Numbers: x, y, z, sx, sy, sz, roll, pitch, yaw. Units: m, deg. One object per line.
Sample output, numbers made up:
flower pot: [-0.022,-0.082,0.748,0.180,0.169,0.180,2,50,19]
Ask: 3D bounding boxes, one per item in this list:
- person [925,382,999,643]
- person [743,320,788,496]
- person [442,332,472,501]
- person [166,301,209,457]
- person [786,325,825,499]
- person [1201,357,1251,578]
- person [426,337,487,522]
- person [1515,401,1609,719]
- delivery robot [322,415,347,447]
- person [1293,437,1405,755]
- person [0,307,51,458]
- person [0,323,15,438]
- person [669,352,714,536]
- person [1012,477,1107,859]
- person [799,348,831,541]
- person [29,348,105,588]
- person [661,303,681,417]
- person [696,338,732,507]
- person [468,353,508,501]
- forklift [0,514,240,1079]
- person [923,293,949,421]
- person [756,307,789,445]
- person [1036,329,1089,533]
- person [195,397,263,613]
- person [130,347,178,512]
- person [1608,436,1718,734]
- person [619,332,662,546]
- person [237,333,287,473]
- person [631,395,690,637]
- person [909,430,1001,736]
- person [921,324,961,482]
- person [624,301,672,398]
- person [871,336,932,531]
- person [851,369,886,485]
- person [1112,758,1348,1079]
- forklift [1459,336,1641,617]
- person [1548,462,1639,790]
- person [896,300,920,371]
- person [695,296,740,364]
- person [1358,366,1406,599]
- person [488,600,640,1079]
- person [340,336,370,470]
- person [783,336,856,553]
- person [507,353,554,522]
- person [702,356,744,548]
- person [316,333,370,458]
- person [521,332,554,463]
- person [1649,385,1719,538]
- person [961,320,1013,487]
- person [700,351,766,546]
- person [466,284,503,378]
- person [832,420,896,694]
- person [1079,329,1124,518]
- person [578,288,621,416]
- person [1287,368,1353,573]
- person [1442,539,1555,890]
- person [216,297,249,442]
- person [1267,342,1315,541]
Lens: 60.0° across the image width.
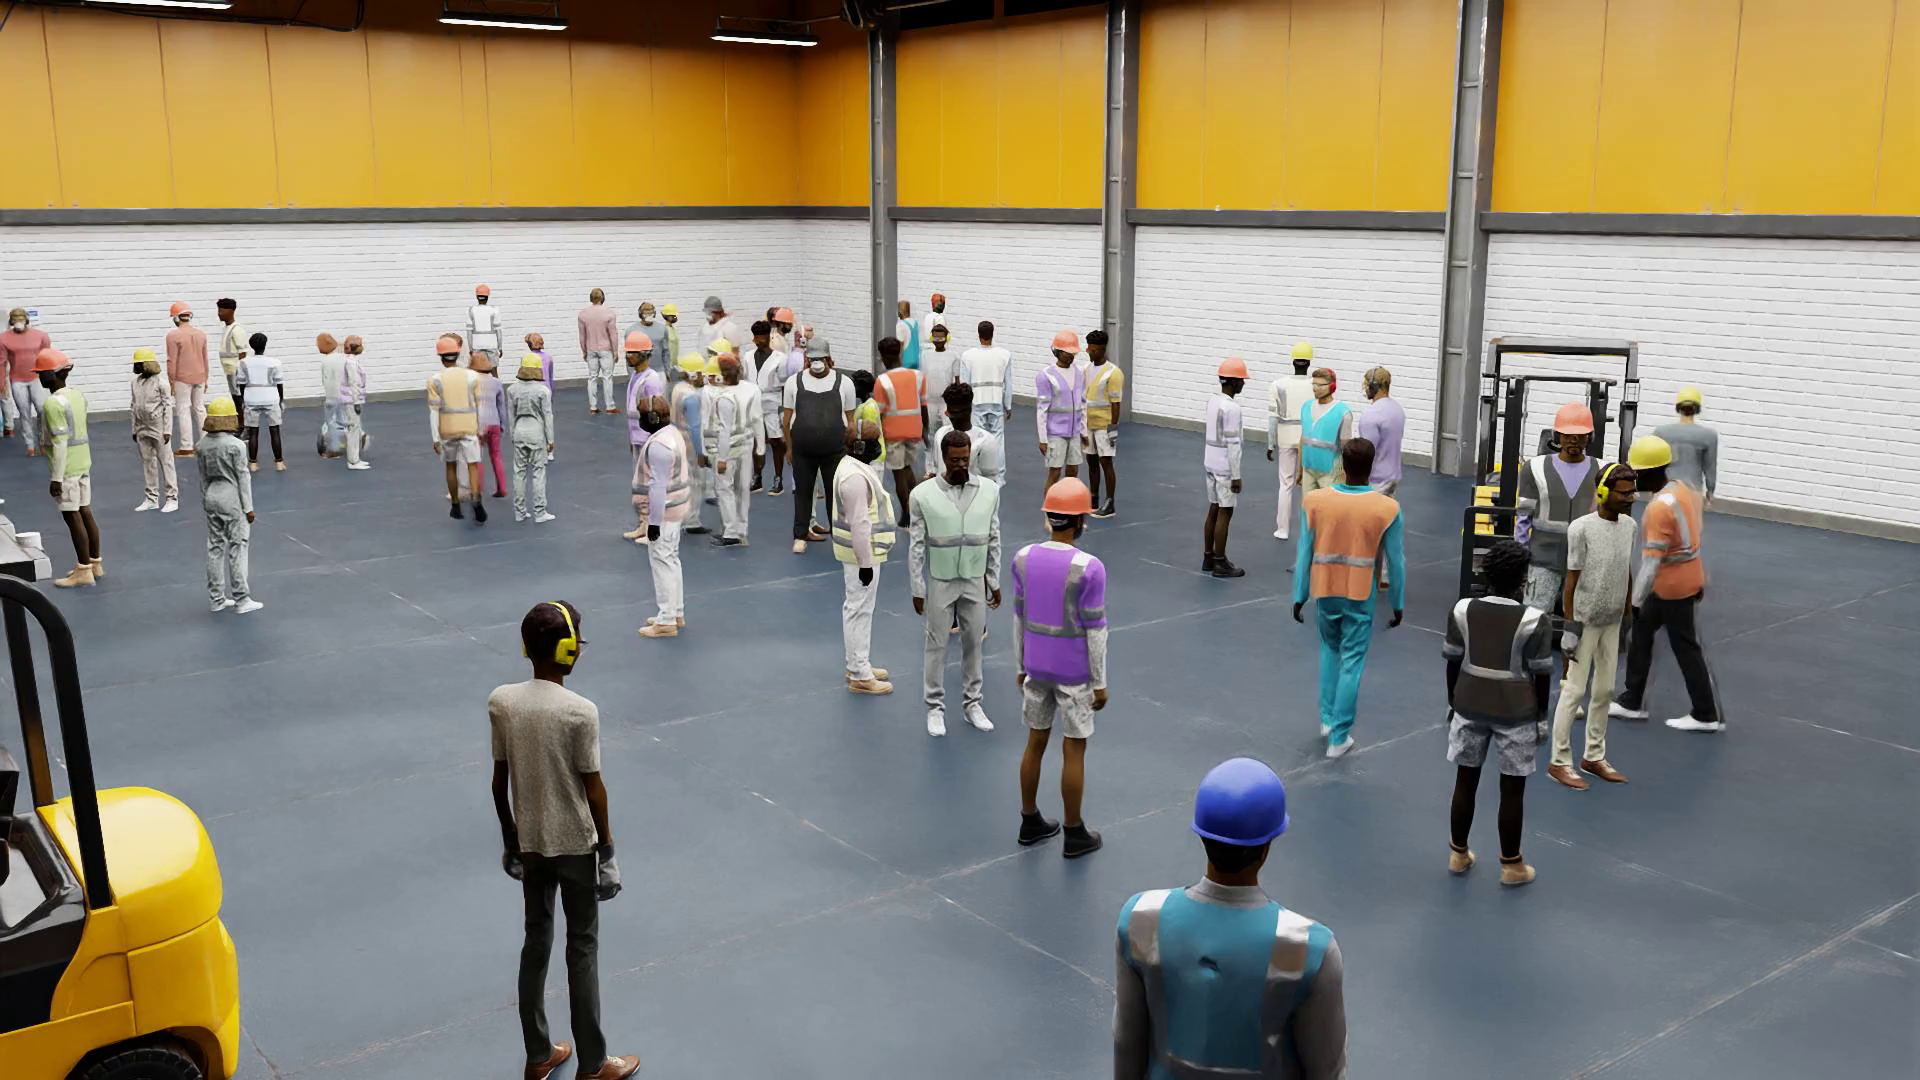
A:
person: [0.009,-0.208,12.439,0.602,1.958,0.369,10,15,39]
person: [-2.177,-1.471,18.535,0.603,1.959,0.375,5,13,24]
person: [-5.496,-1.347,18.216,0.350,1.847,0.506,0,12,2]
person: [-9.901,-2.058,21.327,0.404,1.983,0.629,5,13,21]
person: [-1.706,-1.416,18.402,0.409,1.907,0.651,-3,12,-13]
person: [2.342,-0.637,14.590,0.387,1.929,0.547,-2,12,-12]
person: [-5.108,-1.107,16.940,0.566,1.898,0.809,-4,12,-20]
person: [3.838,0.134,10.579,0.605,2.045,0.378,2,12,9]
delivery robot: [-8.079,-1.459,21.662,0.477,0.478,0.707,-3,12,-12]
person: [2.371,0.319,10.031,0.631,1.893,0.698,6,13,27]
person: [-11.848,-1.986,21.108,0.656,1.918,0.583,-6,13,-27]
person: [-13.260,-2.314,22.729,0.401,1.910,0.602,3,12,13]
person: [-2.669,-0.926,16.256,0.521,1.818,0.594,-4,12,-18]
person: [0.520,0.640,8.428,0.546,1.928,0.387,10,15,39]
person: [-1.423,-0.942,16.145,0.397,1.900,0.649,1,12,4]
person: [-7.626,-0.608,14.166,0.391,2.040,0.615,-2,12,-8]
person: [-4.225,-2.568,24.303,0.331,1.768,0.526,3,12,14]
person: [-2.681,-1.280,18.034,0.499,1.804,0.673,7,14,30]
person: [-5.224,-1.233,18.196,0.352,1.621,0.530,9,15,36]
forklift: [-3.687,1.115,5.480,2.313,2.155,1.214,-9,15,-36]
person: [-0.341,-2.715,24.721,0.355,1.887,0.574,-7,13,-29]
person: [-2.499,-2.185,22.251,0.526,1.857,0.343,4,12,20]
person: [1.031,-1.064,16.408,0.614,2.031,0.402,-9,15,-37]
person: [-5.866,-0.280,13.338,0.481,1.734,0.329,5,13,22]
person: [-8.535,-1.159,17.555,0.487,1.744,0.294,3,12,14]
person: [4.346,0.282,10.305,0.869,1.856,0.599,6,13,27]
person: [-3.034,-0.964,15.888,0.378,2.044,0.608,-7,13,-29]
person: [-8.425,-1.654,20.085,0.536,1.688,0.322,-2,12,-12]
person: [-2.276,-0.189,12.674,0.429,1.830,0.635,0,12,-1]
person: [-0.034,0.256,10.321,0.588,1.912,0.390,-4,12,-20]
person: [-0.236,-1.587,19.347,0.517,1.860,0.322,4,12,19]
person: [-4.164,-2.220,22.275,0.635,1.916,0.381,-8,14,-35]
person: [-0.606,-1.052,16.547,0.649,1.940,0.498,-7,14,-31]
person: [-0.874,-0.787,15.897,0.322,1.688,0.536,-2,12,-10]
person: [0.680,1.497,4.228,0.604,1.949,0.389,6,13,26]
forklift: [4.683,-0.471,13.136,1.214,2.155,2.313,4,12,20]
person: [3.600,0.480,9.370,0.511,1.860,0.333,-5,13,-24]
person: [-0.778,-2.563,24.156,0.471,1.814,0.510,10,16,41]
person: [-3.288,-2.371,22.686,0.693,2.000,0.990,11,16,43]
person: [3.476,-0.481,13.846,0.367,1.926,0.637,9,15,37]
person: [-1.486,1.139,6.169,0.520,1.865,0.328,5,13,23]
person: [-7.403,-1.678,20.344,0.318,1.630,0.514,-4,12,-20]
person: [-1.308,-0.886,15.514,0.682,2.000,0.538,-1,12,-4]
person: [-4.381,-1.048,17.060,0.489,1.730,0.327,3,12,14]
person: [-2.241,-0.841,15.847,0.403,1.817,0.602,-1,12,-3]
person: [-7.869,-1.830,21.089,0.573,1.611,0.531,1,12,3]
person: [-5.282,-1.780,20.832,0.313,1.630,0.528,7,14,32]
person: [6.090,-0.431,14.046,0.532,1.743,0.716,6,13,25]
person: [0.305,-1.541,18.987,0.591,1.915,0.393,-1,12,-6]
person: [-2.155,-0.868,15.827,0.604,1.874,0.437,-3,12,-15]
person: [-7.515,-3.073,26.328,0.545,1.938,0.362,-2,12,-9]
person: [-0.645,0.105,11.214,0.429,1.844,0.626,-1,12,-6]
person: [1.442,-1.209,17.284,0.378,1.958,0.605,-7,14,-31]
person: [-5.474,-2.857,25.280,0.629,1.940,0.373,3,12,12]
person: [3.176,-0.589,14.561,0.386,1.843,0.568,-8,14,-34]
person: [2.593,0.835,8.036,0.540,1.695,0.317,10,15,39]
person: [-9.809,-2.297,22.507,0.371,1.966,0.608,-9,15,-37]
person: [3.271,-0.950,16.096,0.595,1.925,0.373,1,12,5]
